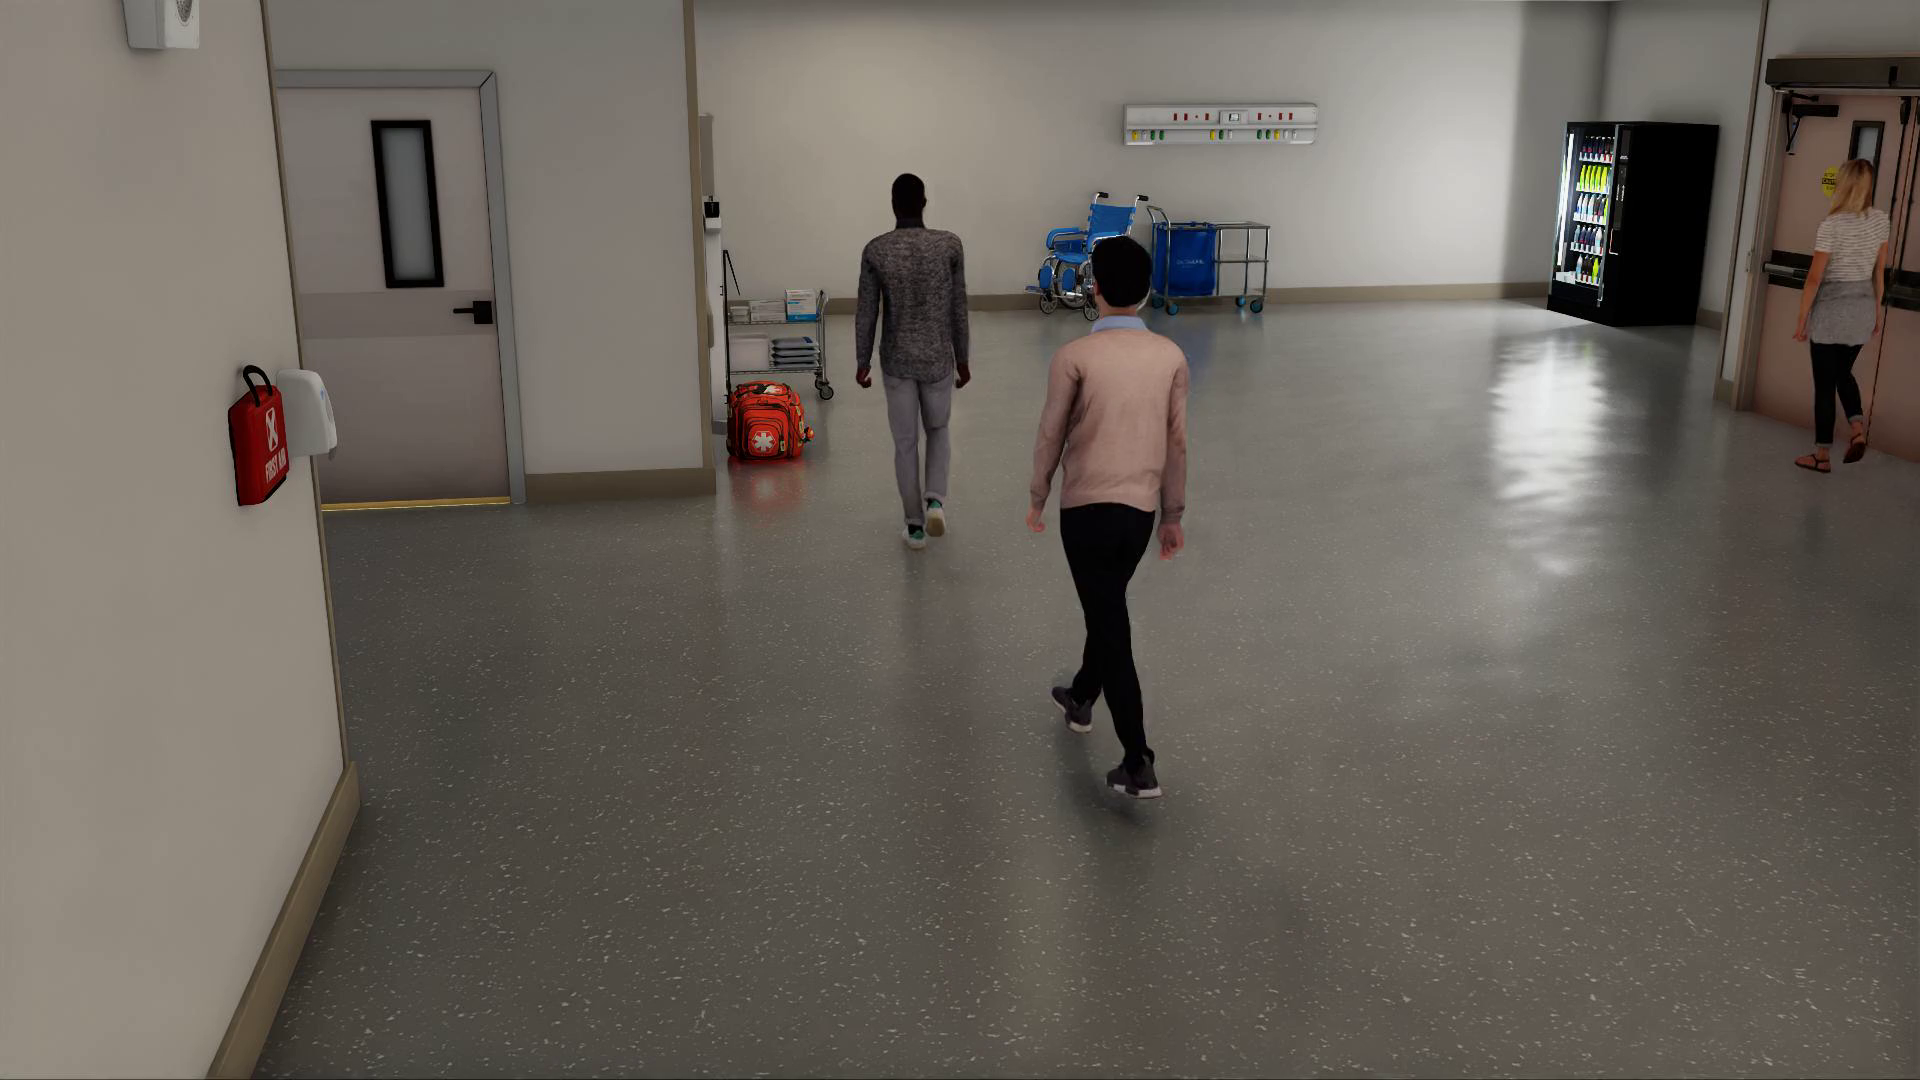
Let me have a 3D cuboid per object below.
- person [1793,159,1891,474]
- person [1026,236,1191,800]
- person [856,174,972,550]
[{"bbox_3d":[5.152,-1.256,9.585,0.630,1.816,0.686,-2,16,-8],"label":"person"},{"bbox_3d":[0.500,-0.032,5.344,0.775,1.760,1.231,-6,17,-19],"label":"person"},{"bbox_3d":[-0.198,-0.835,8.072,0.704,1.827,0.646,-2,16,-8],"label":"person"}]
